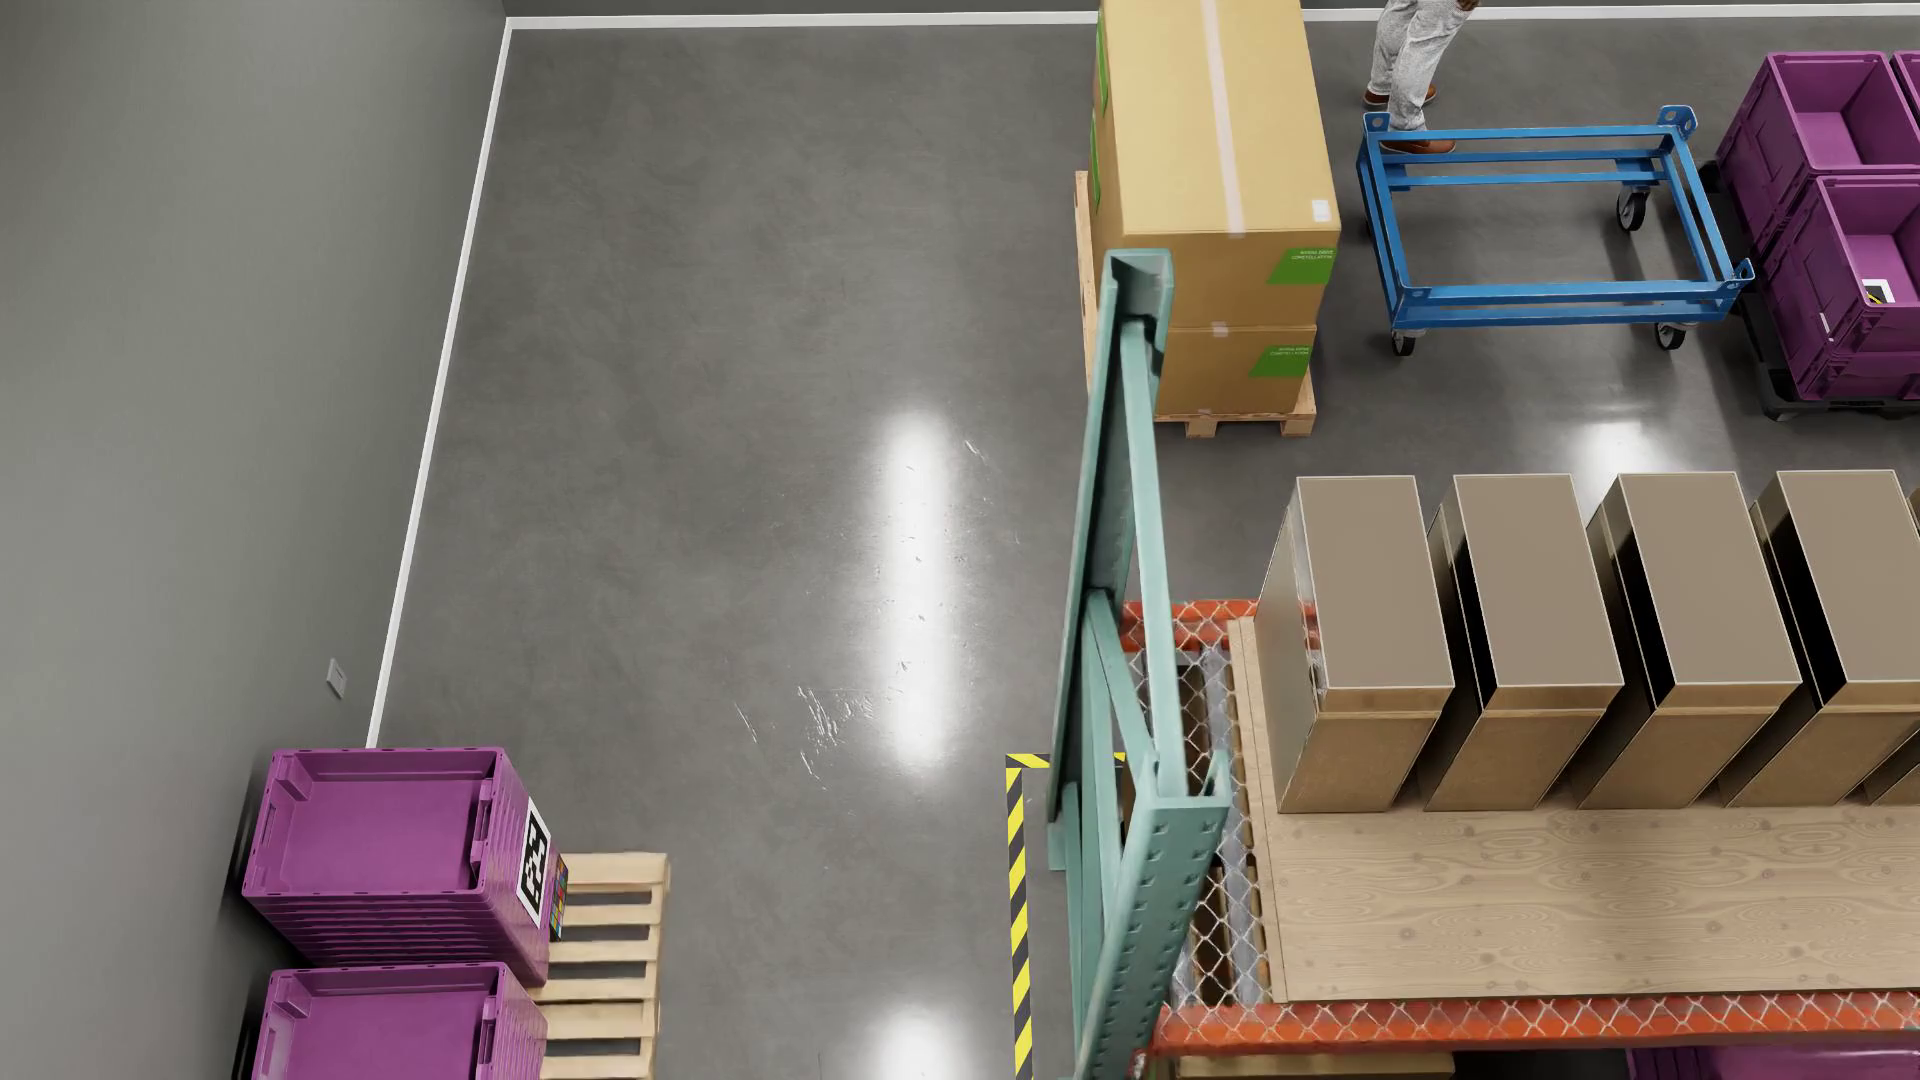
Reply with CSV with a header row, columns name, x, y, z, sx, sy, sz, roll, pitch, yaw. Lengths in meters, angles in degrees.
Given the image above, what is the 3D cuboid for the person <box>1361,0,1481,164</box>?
name,x,y,z,sx,sy,sz,roll,pitch,yaw
person,1.819,-2.236,6.074,0.372,1.940,0.630,-3,58,-2
